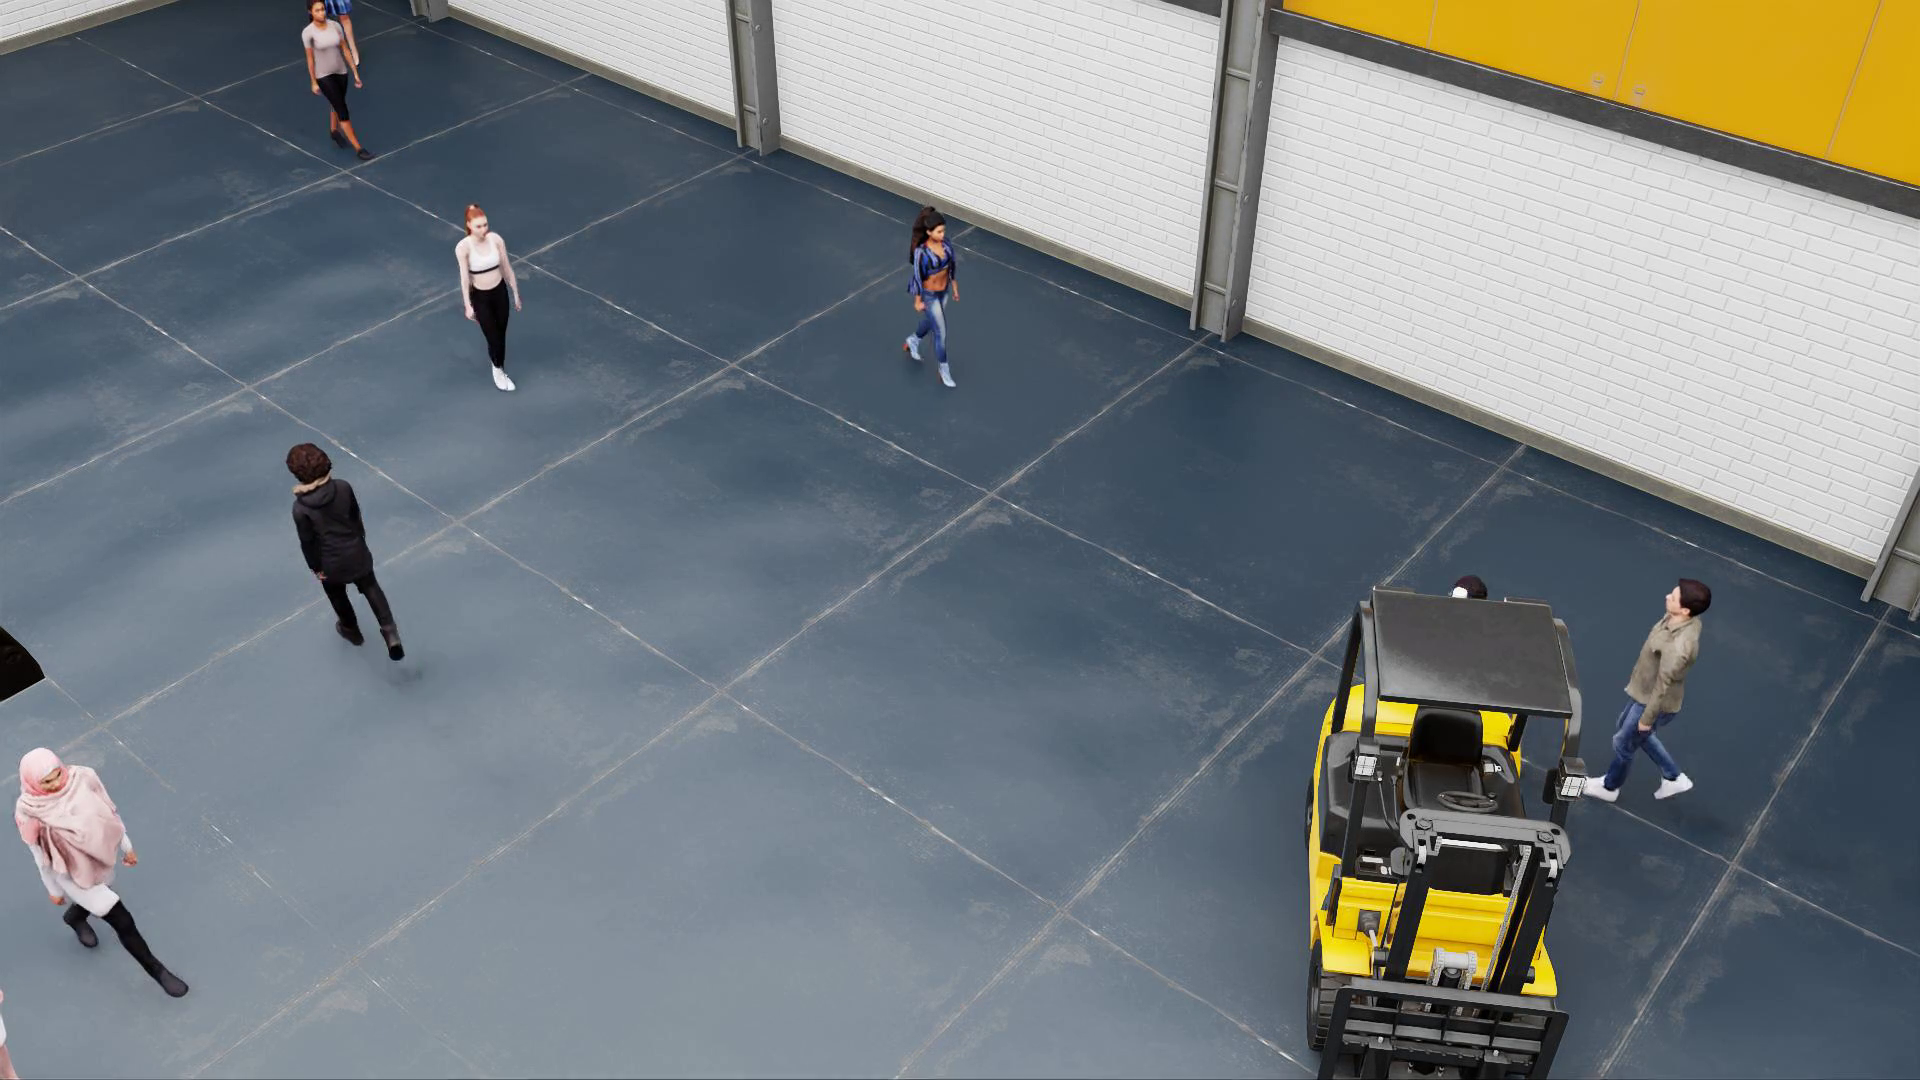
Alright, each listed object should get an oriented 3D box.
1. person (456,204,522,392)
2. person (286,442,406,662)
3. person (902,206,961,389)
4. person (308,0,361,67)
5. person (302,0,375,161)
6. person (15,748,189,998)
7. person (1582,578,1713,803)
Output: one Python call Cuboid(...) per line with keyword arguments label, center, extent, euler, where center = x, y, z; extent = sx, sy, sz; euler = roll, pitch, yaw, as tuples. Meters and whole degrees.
Cuboid(label="person", center=(-4.049, -2.078, 14.182), extent=(0.648, 1.736, 0.629), euler=(-28, 46, -30))
Cuboid(label="person", center=(-4.208, 0.115, 11.415), extent=(0.709, 1.762, 1.072), euler=(-30, 48, -32))
Cuboid(label="person", center=(-0.274, -2.147, 14.378), extent=(0.903, 1.599, 0.618), euler=(30, 47, 32))
Cuboid(label="person", center=(-7.493, -6.470, 19.629), extent=(0.774, 1.802, 0.820), euler=(-6, 39, -8))
Cuboid(label="person", center=(-6.759, -4.966, 17.826), extent=(1.125, 1.701, 0.636), euler=(30, 47, 32))
Cuboid(label="person", center=(-4.940, 1.797, 9.313), extent=(1.280, 1.756, 0.841), euler=(17, 42, 21))
Cuboid(label="person", center=(4.361, 0.987, 10.248), extent=(1.005, 1.856, 0.834), euler=(17, 42, 20))
